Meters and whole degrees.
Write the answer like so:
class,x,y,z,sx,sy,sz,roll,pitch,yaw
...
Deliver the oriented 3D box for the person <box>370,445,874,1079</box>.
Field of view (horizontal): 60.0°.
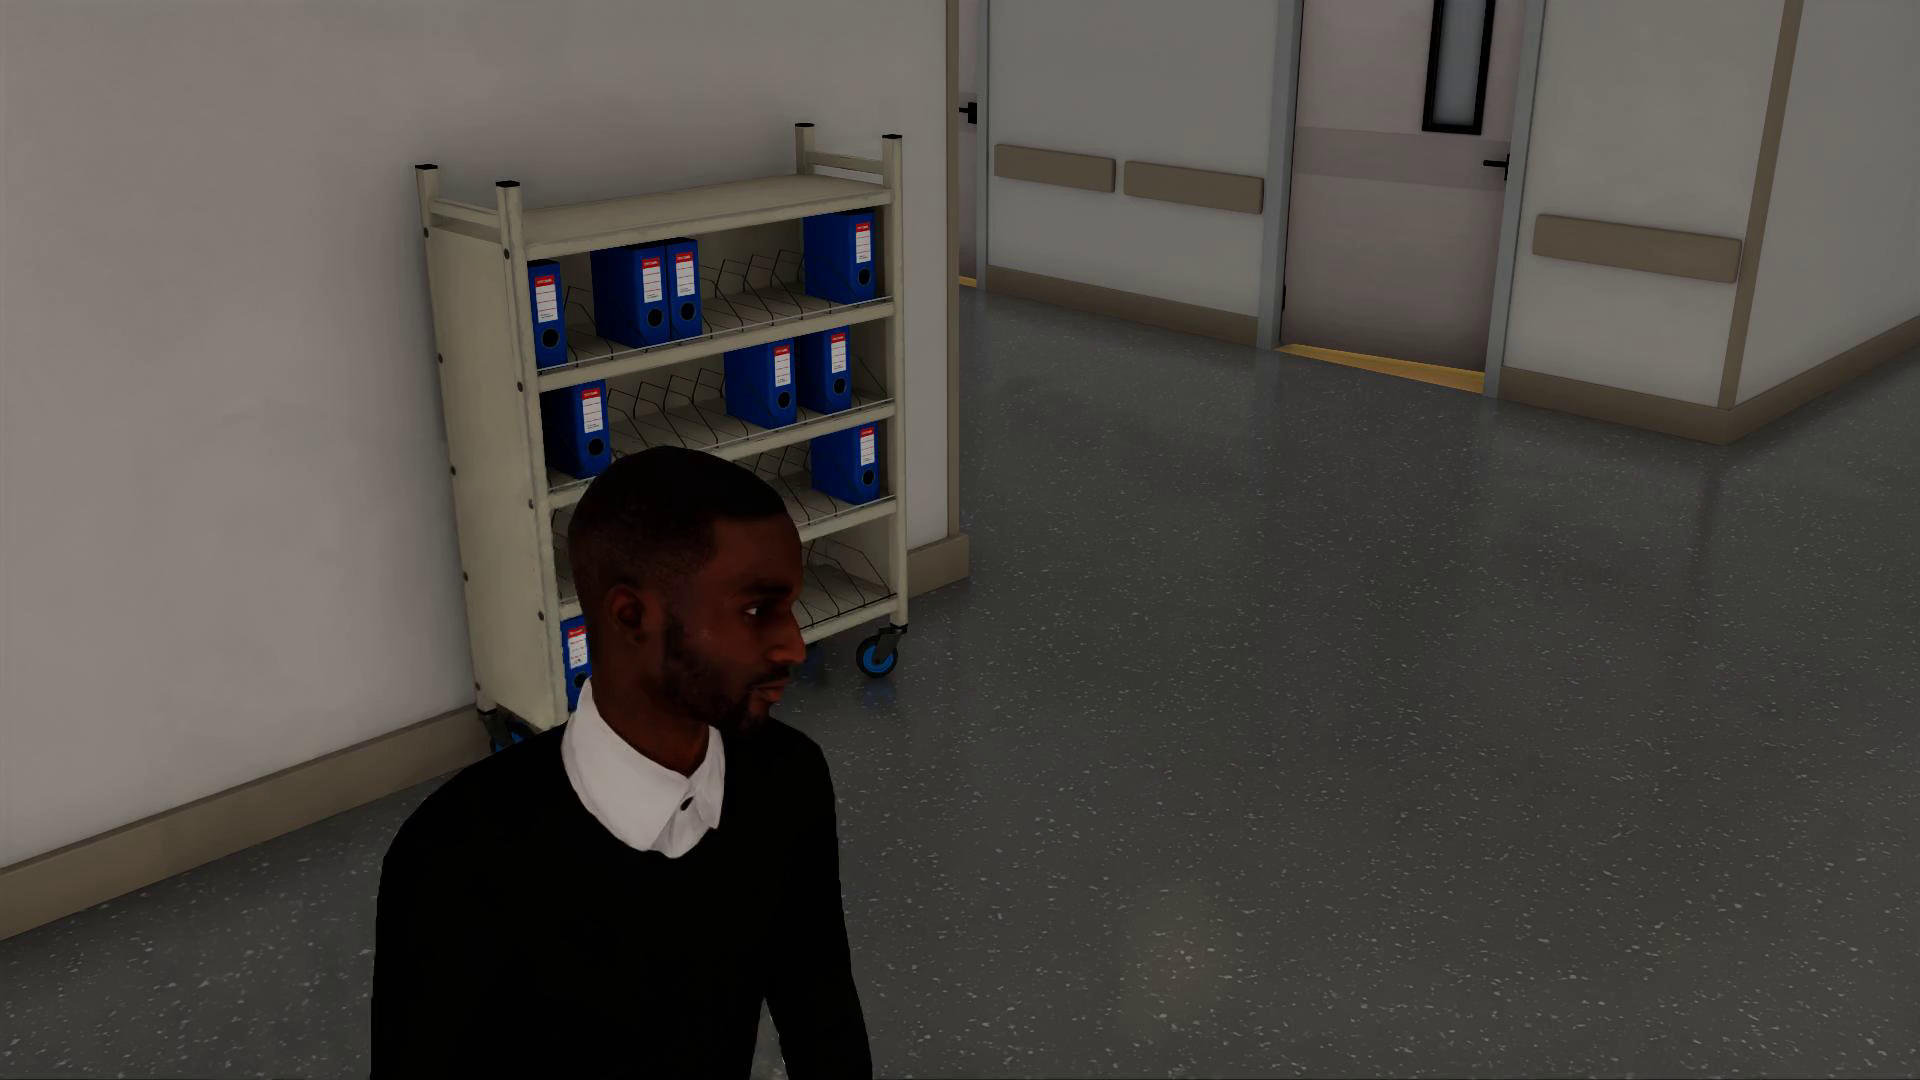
class,x,y,z,sx,sy,sz,roll,pitch,yaw
person,-0.448,0.759,1.749,0.779,1.768,0.764,-16,26,-36
